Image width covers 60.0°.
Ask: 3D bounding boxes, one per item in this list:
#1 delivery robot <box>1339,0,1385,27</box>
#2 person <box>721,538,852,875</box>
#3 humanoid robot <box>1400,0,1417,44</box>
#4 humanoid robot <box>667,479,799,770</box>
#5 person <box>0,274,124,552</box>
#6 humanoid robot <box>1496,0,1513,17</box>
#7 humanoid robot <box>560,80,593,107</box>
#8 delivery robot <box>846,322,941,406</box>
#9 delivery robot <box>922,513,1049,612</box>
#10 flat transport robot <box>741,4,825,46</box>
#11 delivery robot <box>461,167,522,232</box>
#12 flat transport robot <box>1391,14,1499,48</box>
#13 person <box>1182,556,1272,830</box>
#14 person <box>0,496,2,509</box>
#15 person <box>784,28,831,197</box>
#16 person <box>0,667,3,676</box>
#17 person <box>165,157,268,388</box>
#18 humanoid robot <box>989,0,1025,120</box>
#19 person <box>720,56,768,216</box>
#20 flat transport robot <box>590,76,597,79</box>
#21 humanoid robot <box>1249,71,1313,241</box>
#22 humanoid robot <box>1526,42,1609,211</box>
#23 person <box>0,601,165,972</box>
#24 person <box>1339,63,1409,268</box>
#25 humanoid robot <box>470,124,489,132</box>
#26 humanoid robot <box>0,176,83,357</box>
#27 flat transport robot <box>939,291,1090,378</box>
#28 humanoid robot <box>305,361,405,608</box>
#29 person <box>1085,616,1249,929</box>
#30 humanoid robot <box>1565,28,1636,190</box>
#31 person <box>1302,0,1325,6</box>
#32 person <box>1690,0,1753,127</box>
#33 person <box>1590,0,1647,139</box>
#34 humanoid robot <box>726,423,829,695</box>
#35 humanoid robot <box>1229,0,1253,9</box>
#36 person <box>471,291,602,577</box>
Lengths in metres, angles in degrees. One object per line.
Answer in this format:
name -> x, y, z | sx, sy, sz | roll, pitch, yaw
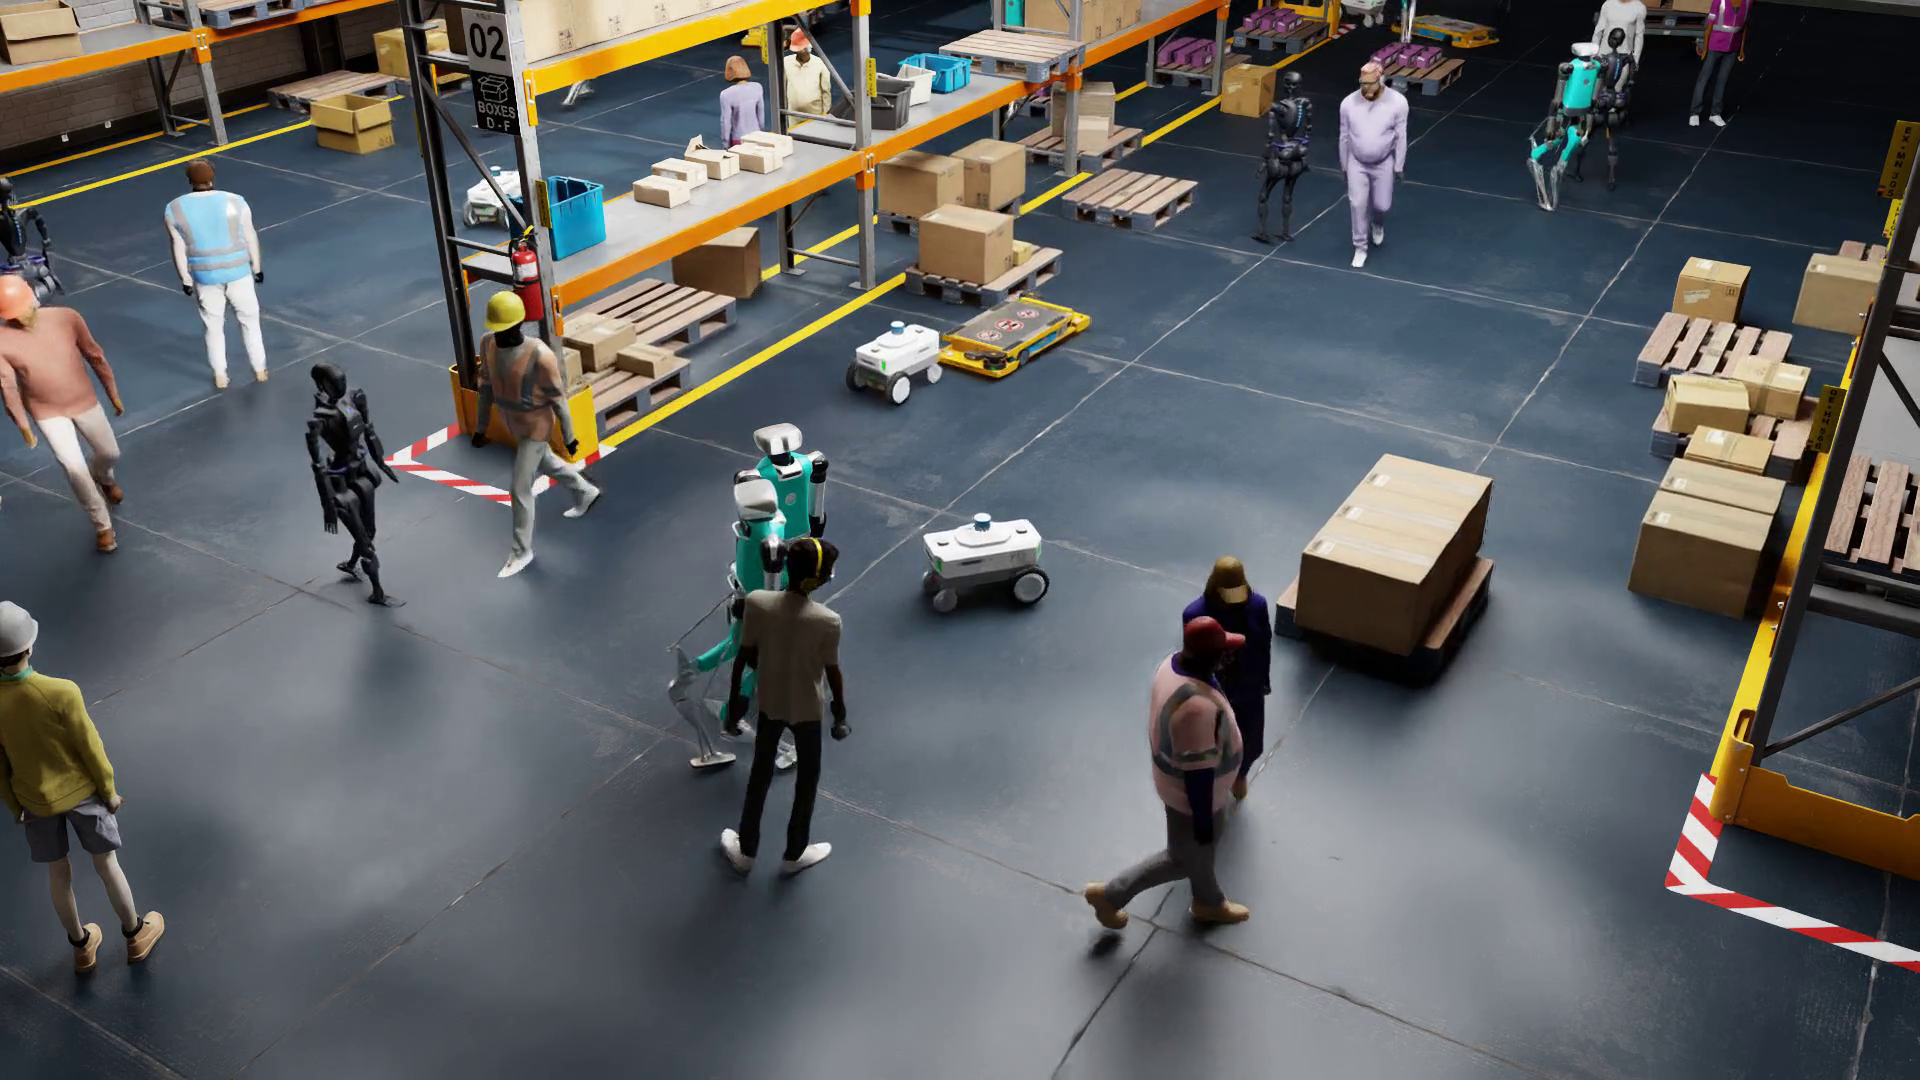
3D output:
delivery robot -> 5.940, -7.960, 24.751 | 0.499, 0.613, 0.811 | -22, 36, -34
person -> -0.852, 0.809, 7.927 | 0.640, 1.828, 0.439 | 8, 31, 15
humanoid robot -> 6.280, -7.840, 23.337 | 0.573, 1.786, 0.777 | 6, 30, 10
humanoid robot -> -1.210, 0.528, 8.535 | 0.894, 1.771, 0.573 | -11, 31, -19
person -> -5.850, -0.888, 10.822 | 0.672, 1.942, 0.746 | -20, 35, -31
humanoid robot -> 8.317, -8.790, 25.067 | 0.599, 1.635, 0.589 | 8, 30, 13
humanoid robot -> -4.714, -6.189, 20.414 | 0.548, 1.724, 1.055 | 14, 32, 23
delivery robot -> -0.506, -1.420, 13.180 | 0.499, 0.612, 0.809 | 23, 36, 34
delivery robot -> 0.157, 0.119, 10.451 | 0.807, 0.606, 0.499 | -9, 31, -15
flat transport robot -> -2.641, -7.371, 23.981 | 0.659, 0.231, 1.431 | 5, 30, 8
delivery robot -> -4.649, -3.469, 16.756 | 0.499, 0.564, 0.739 | 8, 30, 13
flat transport robot -> 6.957, -7.300, 23.856 | 0.659, 0.231, 1.431 | -19, 35, -30
person -> 1.324, 0.759, 8.244 | 0.491, 1.597, 0.453 | -2, 30, -4
person -> -6.873, -1.041, 11.031 | 0.622, 1.992, 0.383 | -25, 38, -37
person -> -1.616, -4.444, 17.303 | 0.562, 1.741, 0.336 | 7, 30, 12
person -> -5.584, 0.065, 9.117 | 0.376, 1.958, 0.605 | 6, 30, 10
person -> -5.791, -2.083, 13.051 | 0.635, 1.836, 0.429 | -11, 31, -19
humanoid robot -> 0.648, -6.074, 20.244 | 0.533, 1.771, 1.016 | 4, 30, 6
person -> -2.172, -4.024, 16.683 | 0.501, 1.628, 0.280 | -21, 36, -32
flat transport robot -> -5.361, -6.350, 22.174 | 0.659, 0.231, 1.431 | -14, 32, -23
humanoid robot -> 3.122, -3.703, 16.051 | 0.616, 1.648, 0.383 | -16, 33, -27
humanoid robot -> 6.059, -4.125, 16.864 | 0.538, 1.902, 0.698 | -8, 30, -13
person -> -3.967, 1.117, 7.321 | 0.473, 1.892, 0.385 | -7, 30, -12
person -> 3.837, -3.532, 15.554 | 0.662, 1.876, 0.632 | 9, 31, 15
humanoid robot -> -5.367, -5.608, 19.362 | 1.013, 1.729, 0.547 | -24, 37, -35
humanoid robot -> -7.375, -2.037, 13.131 | 0.556, 1.643, 0.602 | 20, 35, 31
flat transport robot -> 0.449, -1.739, 14.019 | 0.659, 0.231, 1.431 | 19, 35, 30
humanoid robot -> -3.748, -0.370, 10.216 | 0.609, 1.649, 0.619 | 13, 32, 22
person -> 0.987, 1.097, 7.514 | 0.742, 1.732, 0.617 | 2, 30, 3
humanoid robot -> 6.818, -4.580, 17.632 | 0.603, 1.636, 0.675 | -3, 30, -5
person -> 5.576, -9.126, 25.489 | 0.633, 1.839, 0.429 | 2, 30, 4
person -> 9.017, -5.819, 19.633 | 0.507, 1.847, 0.338 | 0, 29, 0
person -> 7.554, -5.588, 19.179 | 0.567, 1.893, 0.374 | 15, 33, 25
humanoid robot -> -1.079, 0.059, 9.210 | 0.533, 1.677, 0.735 | -18, 34, -29
humanoid robot -> 4.279, -8.950, 25.345 | 0.395, 1.652, 0.591 | -22, 36, -34
person -> -2.724, -0.776, 10.718 | 0.604, 1.881, 1.023 | 20, 35, 31
